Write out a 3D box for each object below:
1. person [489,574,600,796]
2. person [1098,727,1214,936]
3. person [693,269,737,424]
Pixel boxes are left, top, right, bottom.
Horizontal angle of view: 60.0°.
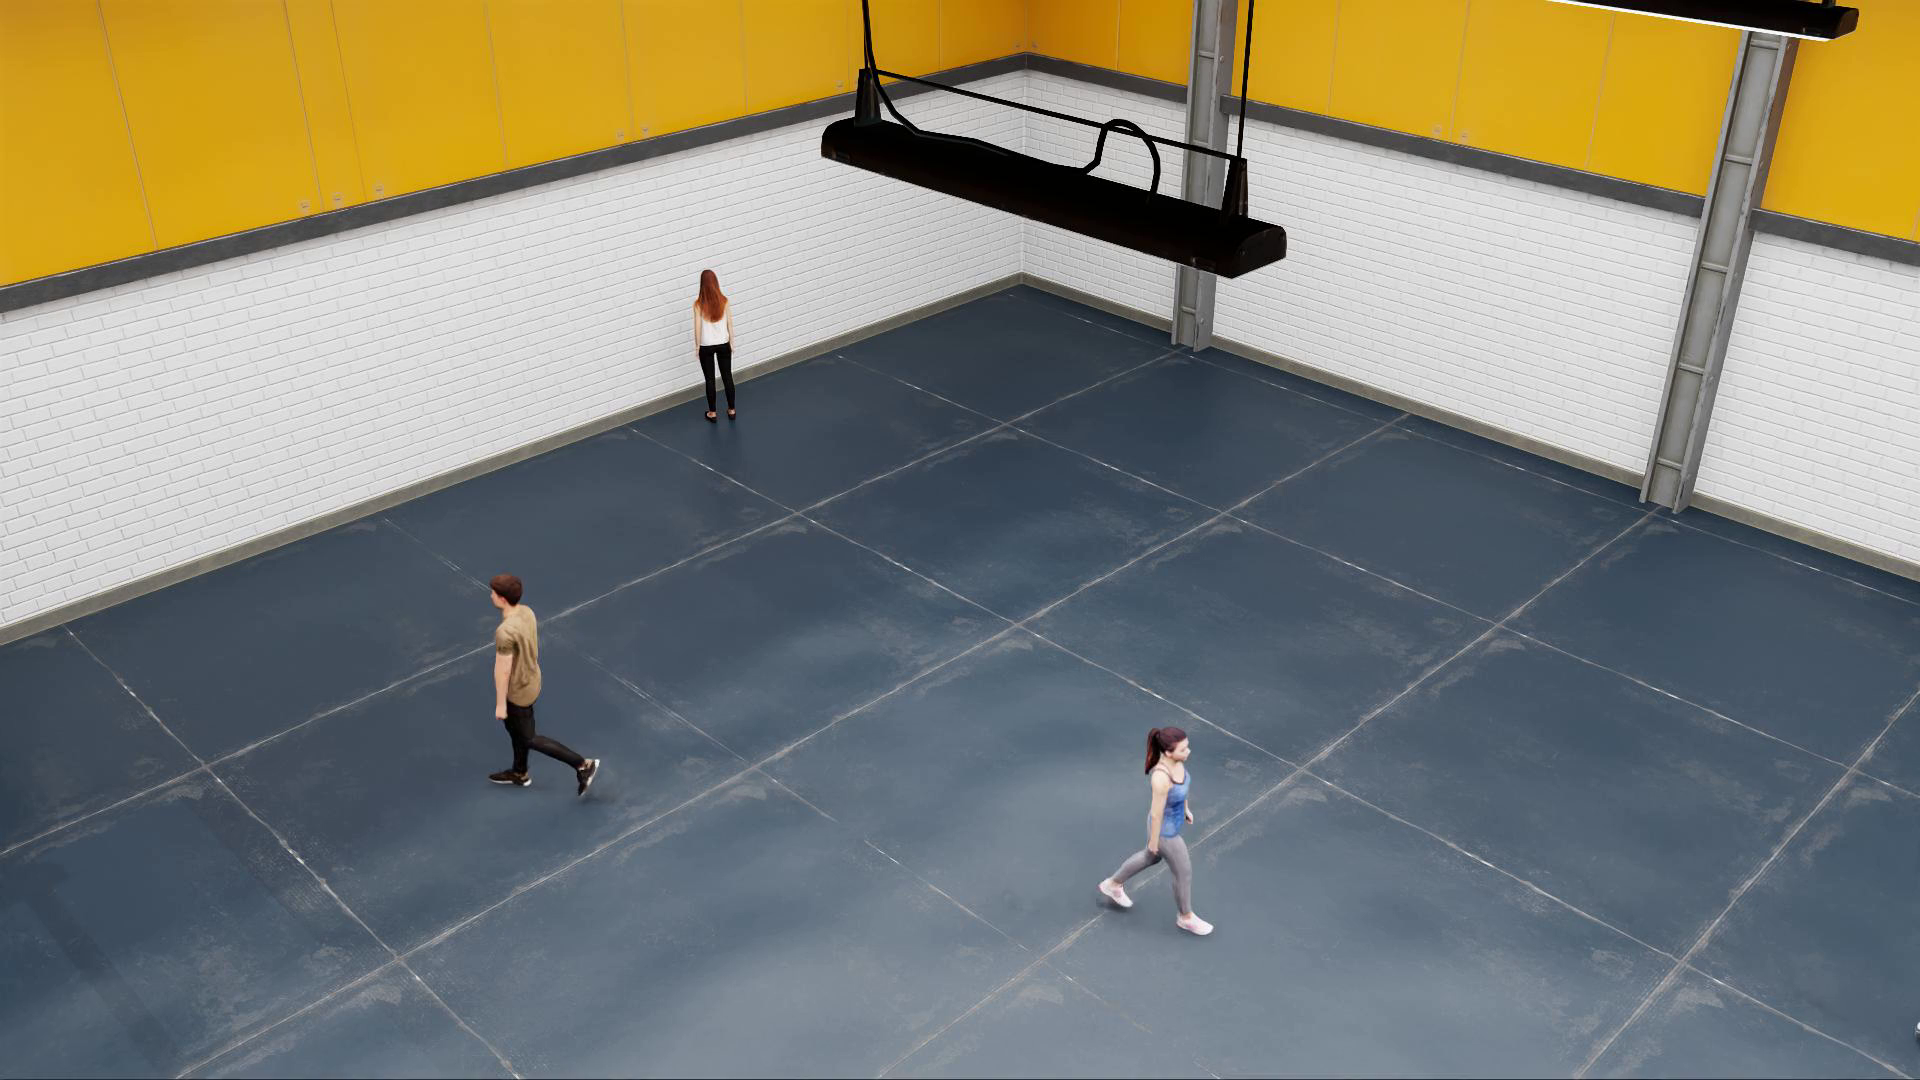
[{"bbox_3d":[-3.114,1.098,12.109,1.206,1.830,1.131,1,29,2],"label":"person"},{"bbox_3d":[1.284,1.874,10.945,1.111,1.581,0.891,8,30,14],"label":"person"},{"bbox_3d":[-2.668,-2.113,18.110,0.652,1.720,0.633,-10,30,-18],"label":"person"}]
